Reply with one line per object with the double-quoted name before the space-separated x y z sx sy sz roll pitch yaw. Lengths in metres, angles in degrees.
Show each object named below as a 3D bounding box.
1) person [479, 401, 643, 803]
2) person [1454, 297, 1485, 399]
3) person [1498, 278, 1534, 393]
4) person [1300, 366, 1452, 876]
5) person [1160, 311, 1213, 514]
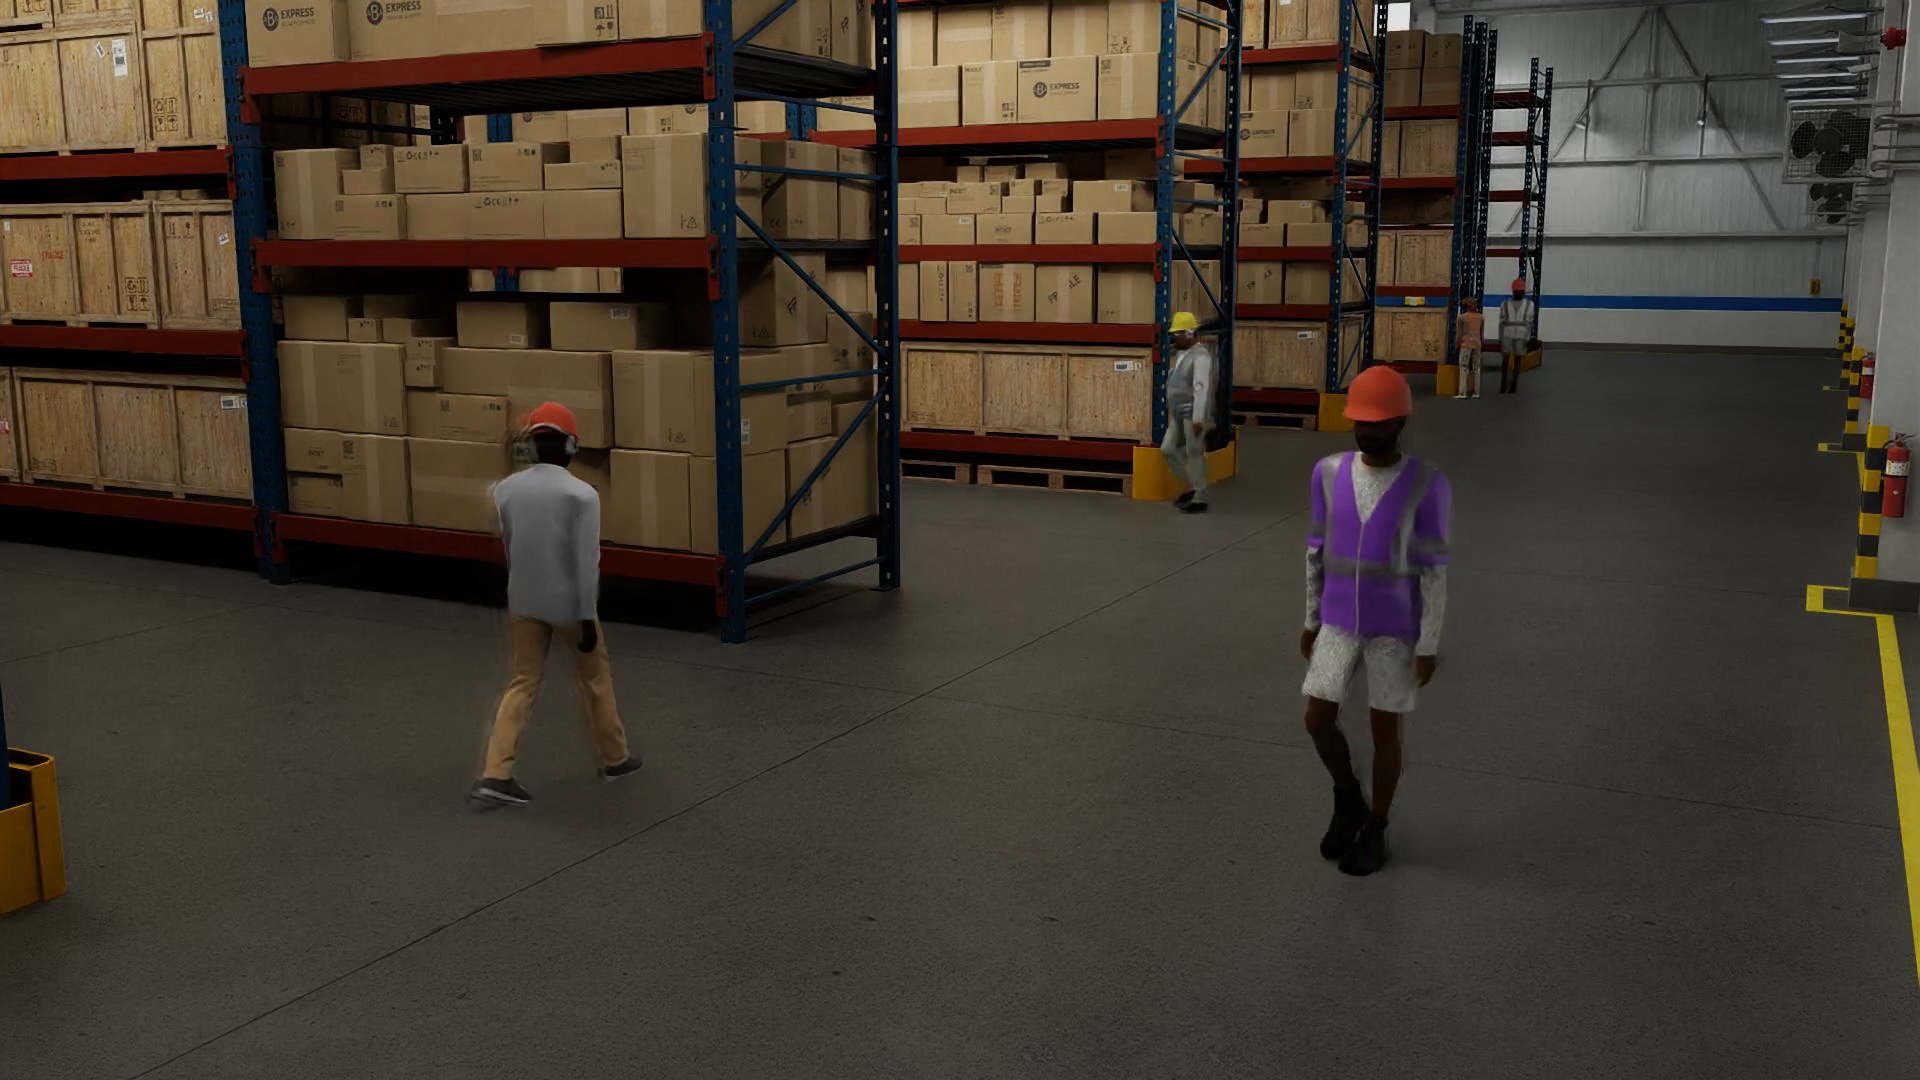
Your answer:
"person" -1.780 0.263 7.152 0.567 1.706 0.848 4 11 24
"person" 8.140 -3.061 26.565 0.522 1.636 0.310 -3 10 -17
"person" 9.186 -3.365 27.527 0.538 1.909 0.658 4 10 20
"person" 1.520 0.313 6.202 0.578 1.922 0.404 7 12 35
"person" 2.051 -1.132 14.892 0.441 1.807 0.697 -2 10 -12
